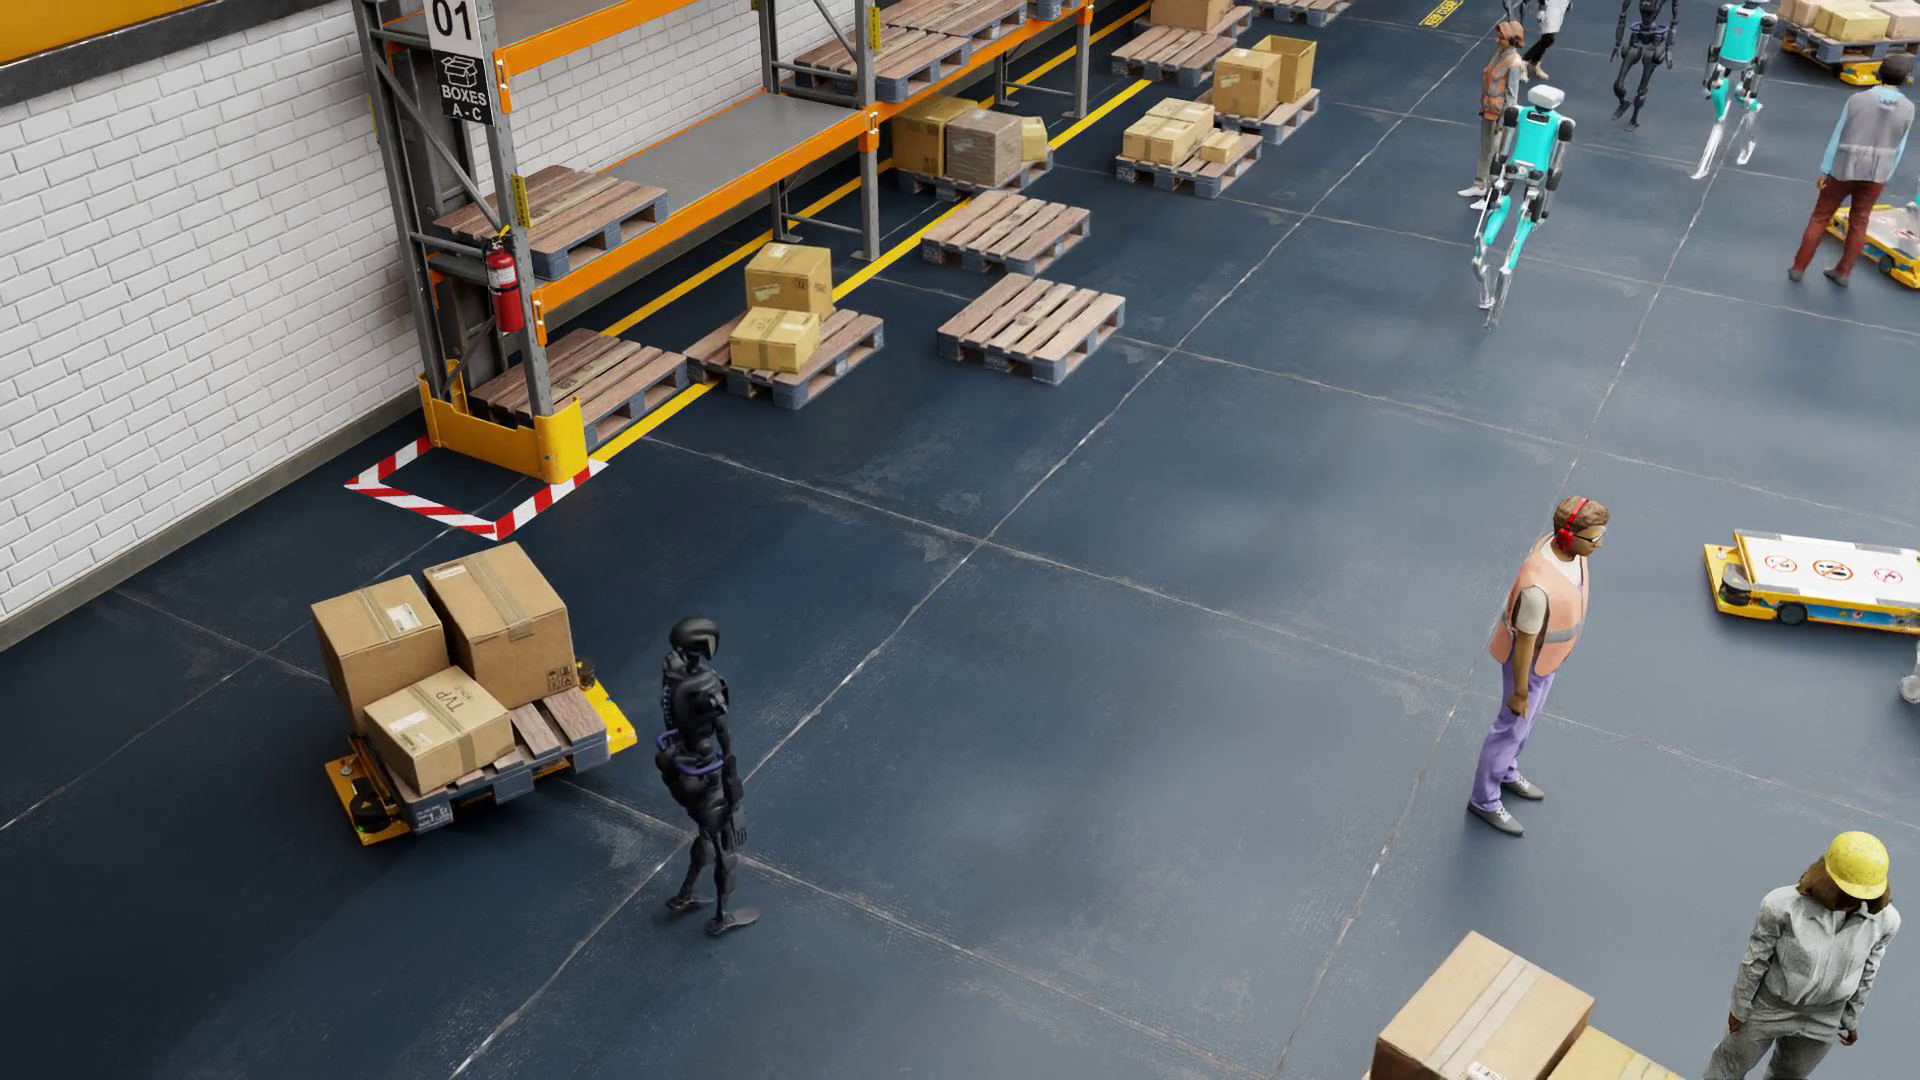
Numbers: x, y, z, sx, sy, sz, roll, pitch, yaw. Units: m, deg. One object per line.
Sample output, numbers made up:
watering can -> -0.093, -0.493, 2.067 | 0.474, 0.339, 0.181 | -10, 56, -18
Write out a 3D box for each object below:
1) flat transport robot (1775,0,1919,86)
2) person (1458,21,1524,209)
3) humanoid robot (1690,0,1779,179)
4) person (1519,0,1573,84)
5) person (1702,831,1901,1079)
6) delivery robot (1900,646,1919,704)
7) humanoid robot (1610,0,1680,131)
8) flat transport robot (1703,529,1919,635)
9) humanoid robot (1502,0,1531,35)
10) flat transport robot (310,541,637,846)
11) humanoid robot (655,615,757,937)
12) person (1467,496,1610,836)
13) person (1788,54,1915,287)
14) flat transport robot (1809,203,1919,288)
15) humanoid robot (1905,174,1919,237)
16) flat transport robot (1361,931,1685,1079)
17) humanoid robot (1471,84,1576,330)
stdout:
flat transport robot -> 9.655, -5.255, 18.099 | 0.659, 0.231, 1.431 | -5, 34, -7
person -> 4.682, -3.713, 14.522 | 0.306, 1.637, 0.510 | -2, 34, -3
humanoid robot -> 7.199, -4.221, 15.236 | 0.992, 1.776, 0.535 | -27, 42, -34
person -> 6.179, -5.567, 17.311 | 0.555, 1.660, 0.470 | -26, 41, -33
person -> 3.099, 1.748, 6.165 | 0.484, 1.744, 0.293 | 3, 34, 4
delivery robot -> 5.406, 0.795, 8.703 | 0.499, 0.614, 0.791 | -13, 36, -19
humanoid robot -> 6.669, -4.812, 16.155 | 0.605, 1.648, 0.372 | 24, 40, 32
flat transport robot -> 5.166, 0.271, 9.737 | 1.431, 0.231, 0.659 | 7, 34, 11
humanoid robot -> 6.394, -6.533, 18.746 | 0.598, 1.647, 0.400 | -4, 34, -6
flat transport robot -> -2.458, 1.061, 8.543 | 1.431, 0.231, 0.659 | -20, 38, -27
humanoid robot -> -1.156, 1.051, 7.297 | 0.362, 1.658, 0.612 | -23, 40, -31
person -> 2.700, 0.570, 7.865 | 0.376, 1.838, 0.560 | 20, 39, 28
person -> 7.022, -2.858, 13.024 | 0.557, 1.869, 0.466 | 10, 35, 15
flat transport robot -> 7.838, -2.488, 13.912 | 0.659, 0.231, 1.431 | -6, 34, -8
humanoid robot -> 8.033, -3.039, 13.455 | 0.539, 1.848, 0.641 | -22, 39, -29
flat transport robot -> 1.994, 2.571, 6.258 | 0.659, 0.231, 1.431 | 27, 42, 34
humanoid robot -> 4.141, -2.426, 12.585 | 0.550, 1.893, 0.797 | 22, 39, 30
